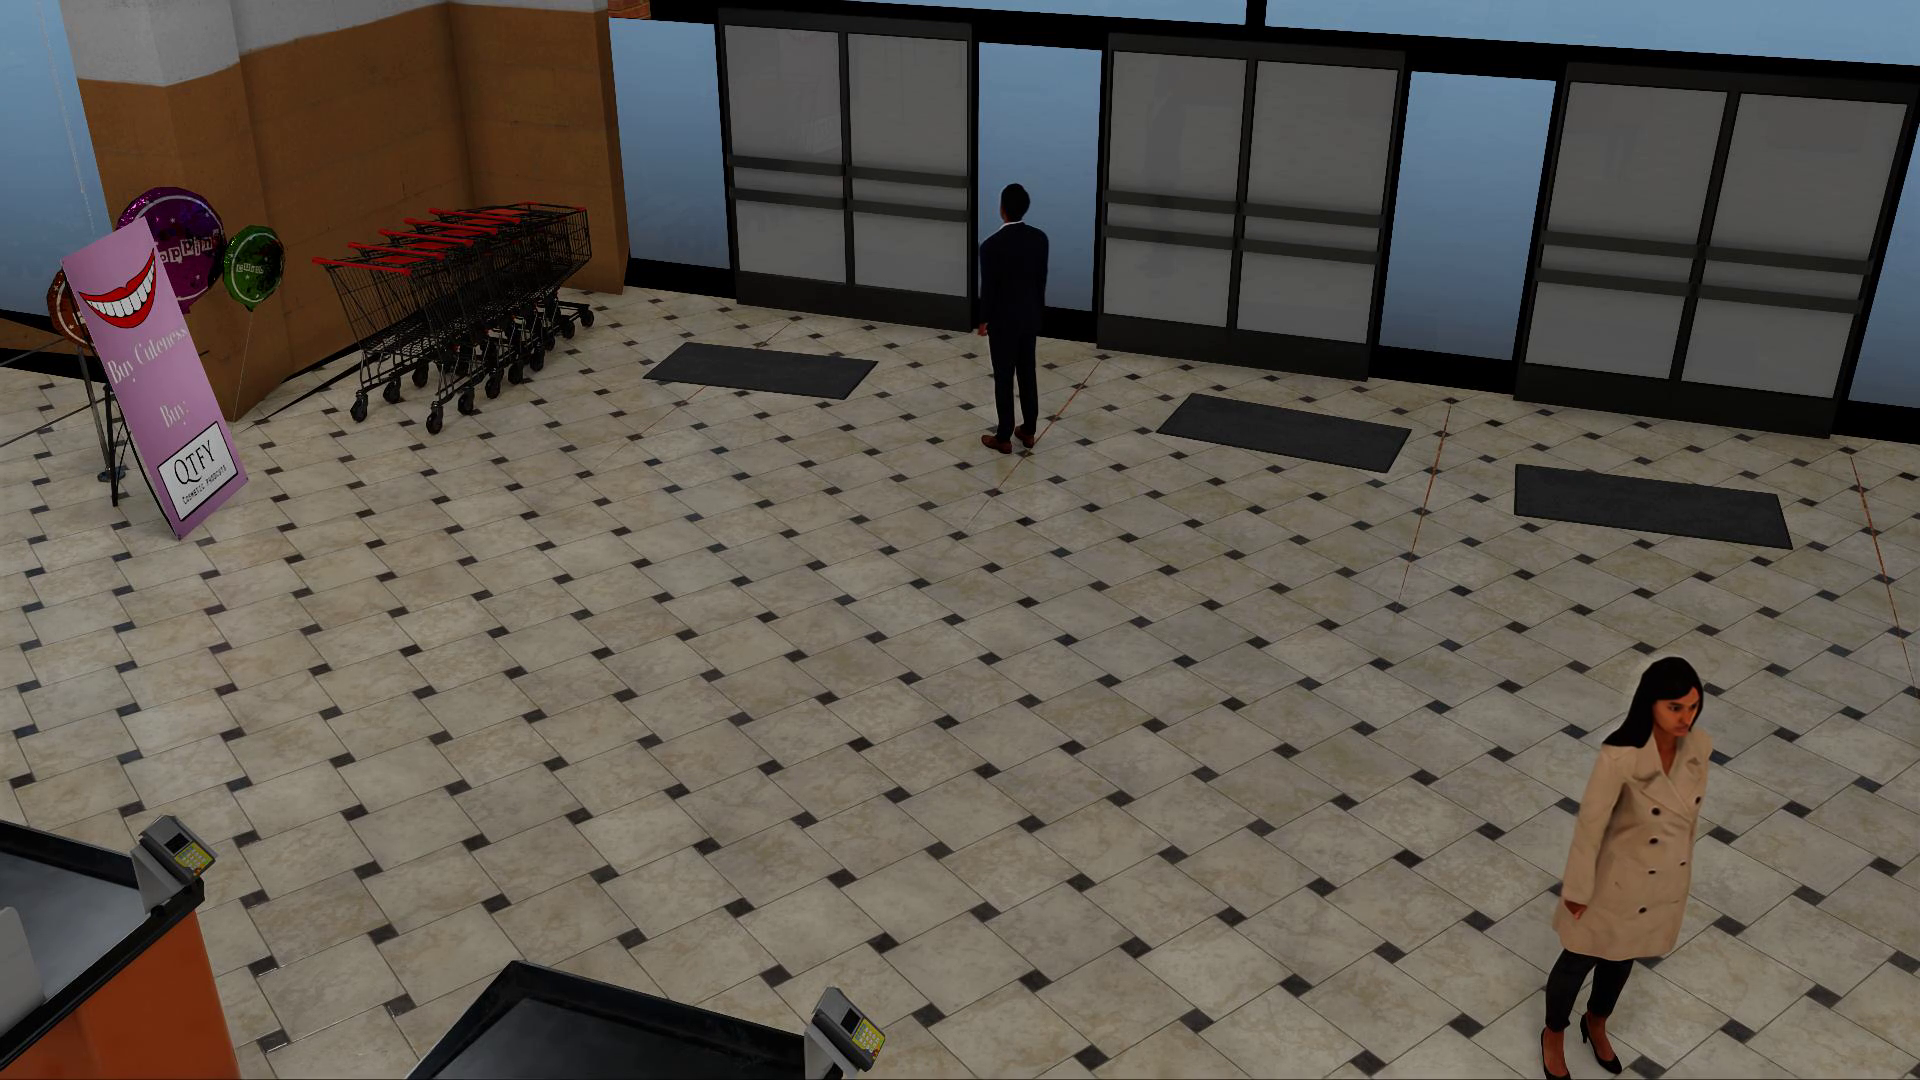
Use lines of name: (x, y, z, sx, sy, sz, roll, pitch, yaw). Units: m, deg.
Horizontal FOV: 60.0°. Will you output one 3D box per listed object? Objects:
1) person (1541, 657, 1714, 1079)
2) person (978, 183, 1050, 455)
person: (2.227, 1.124, 5.562, 0.725, 1.680, 0.748, -8, 28, -15)
person: (0.338, -1.381, 10.449, 0.684, 1.727, 0.766, -15, 30, -27)
